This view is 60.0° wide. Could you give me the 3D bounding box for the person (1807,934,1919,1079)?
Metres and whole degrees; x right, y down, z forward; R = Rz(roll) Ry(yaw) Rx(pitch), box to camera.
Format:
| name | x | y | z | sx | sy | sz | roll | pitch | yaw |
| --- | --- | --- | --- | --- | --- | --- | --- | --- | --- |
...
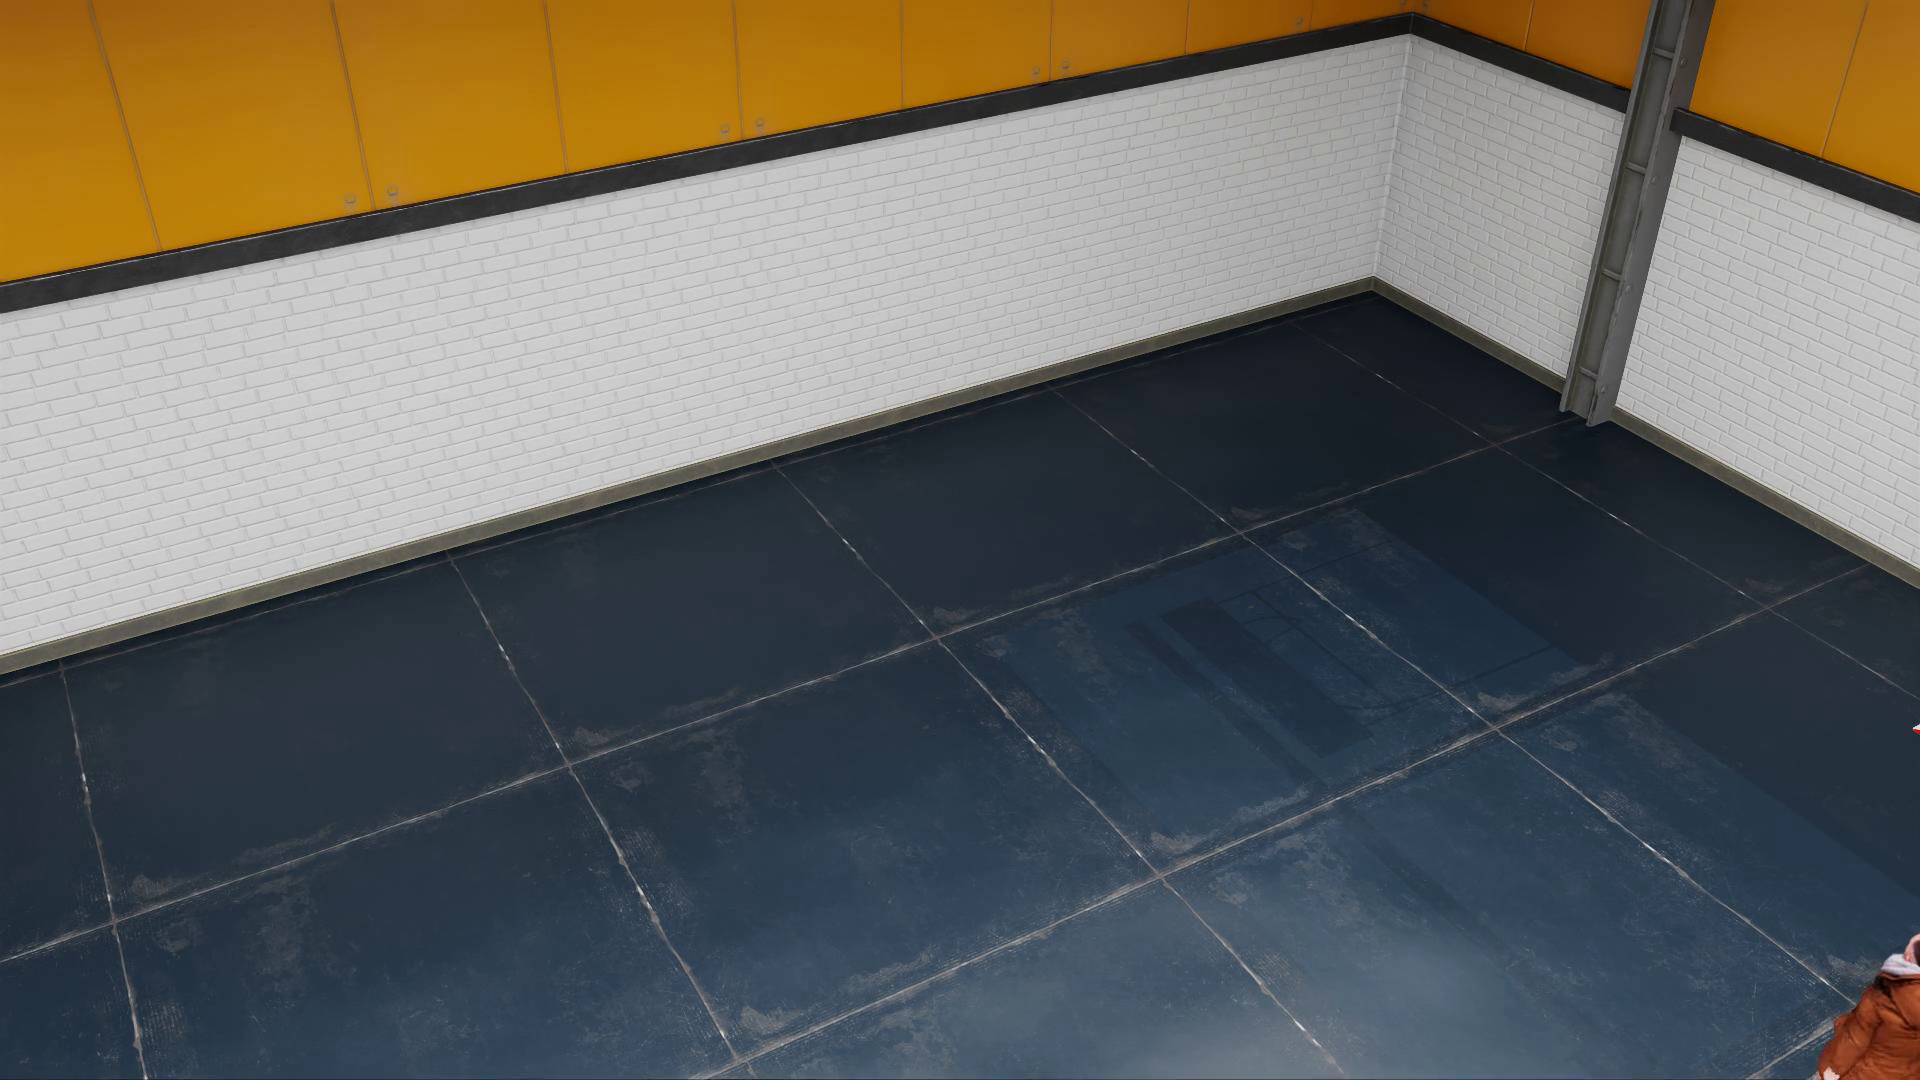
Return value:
| name | x | y | z | sx | sy | sz | roll | pitch | yaw |
| --- | --- | --- | --- | --- | --- | --- | --- | --- | --- |
| person | 4.688 | 2.734 | 8.463 | 0.860 | 1.827 | 0.900 | -3 | 34 | -5 |
